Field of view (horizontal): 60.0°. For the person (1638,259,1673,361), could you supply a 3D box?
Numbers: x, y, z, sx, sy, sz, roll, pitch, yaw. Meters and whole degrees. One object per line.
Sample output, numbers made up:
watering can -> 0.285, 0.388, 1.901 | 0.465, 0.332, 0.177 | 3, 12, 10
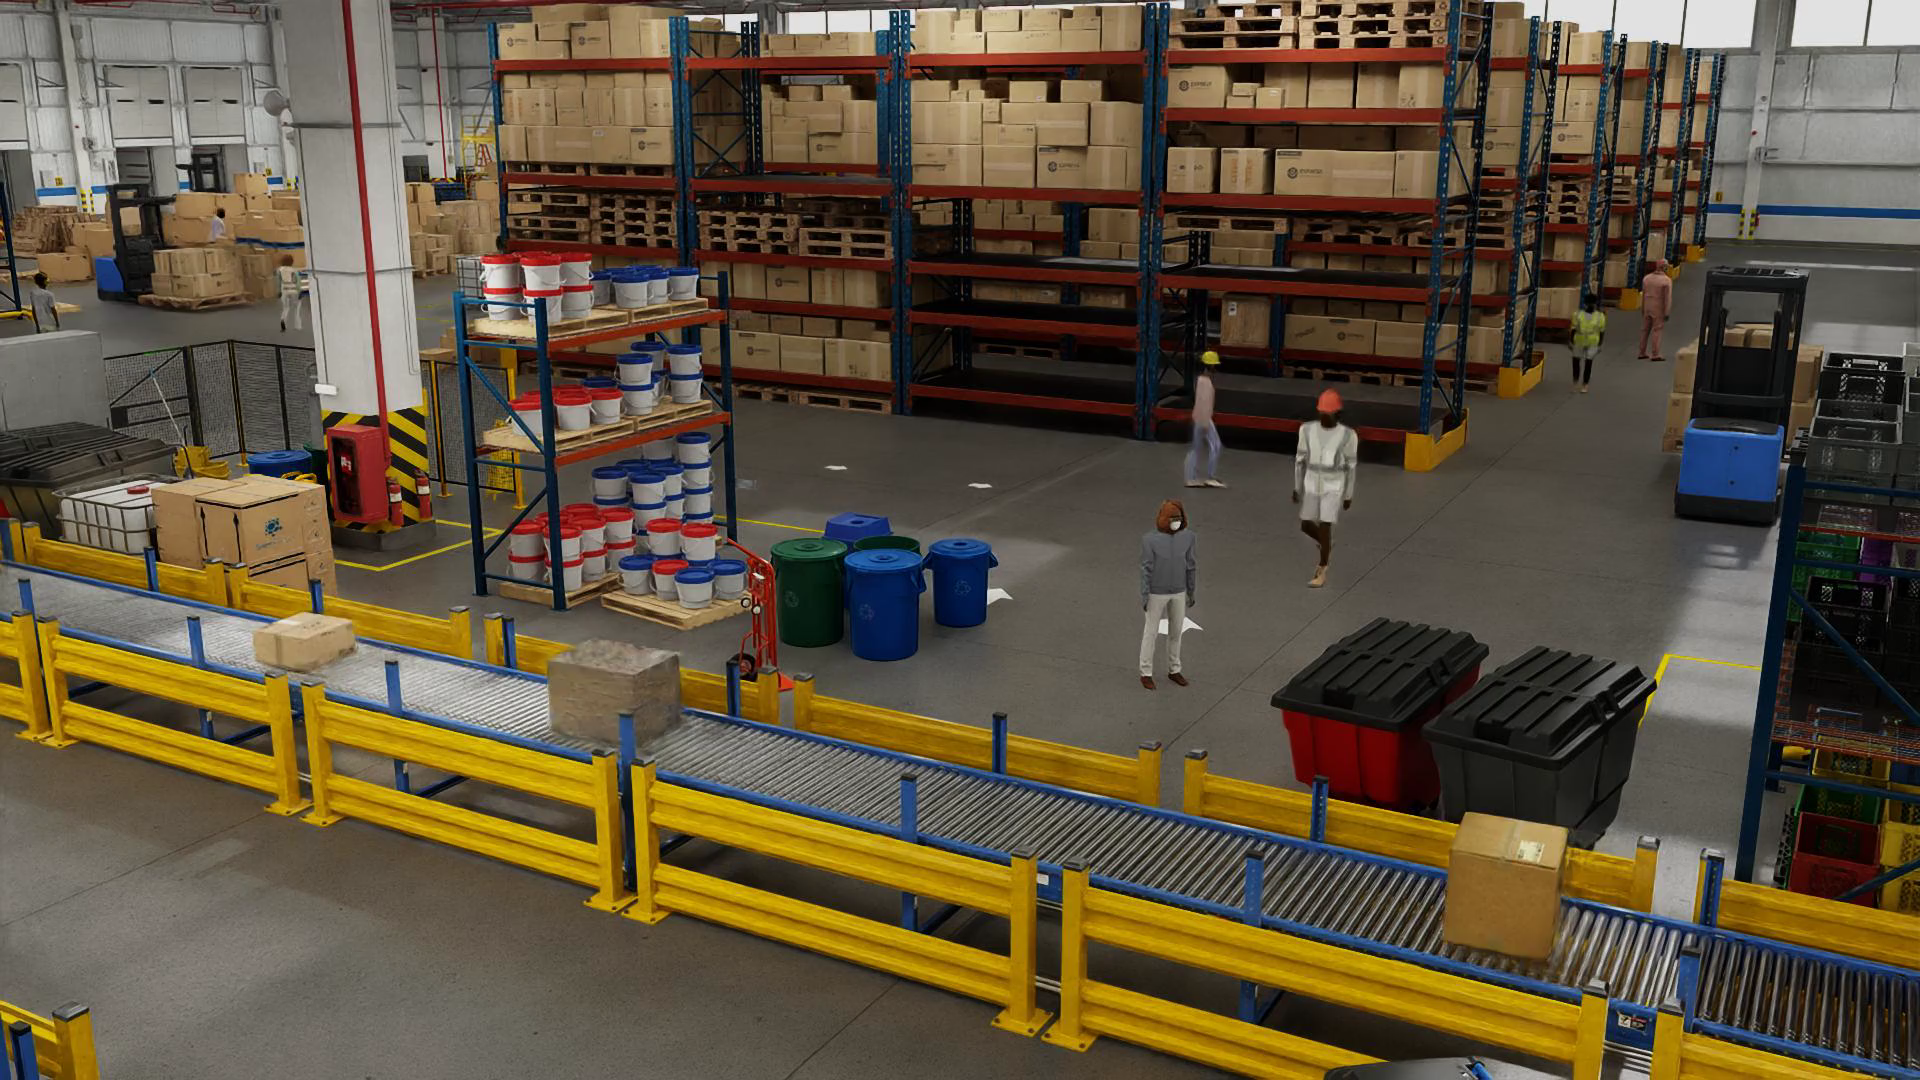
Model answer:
person -> 13.053, -4.306, 31.176 | 0.400, 1.899, 0.649 | -8, 17, -28

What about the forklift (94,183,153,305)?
forklift -> -19.802, -7.118, 39.859 | 1.873, 2.768, 1.129 | 8, 17, 28

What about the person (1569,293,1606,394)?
person -> 10.387, -3.244, 27.575 | 0.558, 1.672, 0.621 | 6, 16, 22

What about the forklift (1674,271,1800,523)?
forklift -> 9.269, -1.763, 19.726 | 1.129, 2.768, 1.873 | 8, 17, 27

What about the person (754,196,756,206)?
person -> -6.434, -9.975, 52.655 | 0.642, 1.798, 0.912 | 3, 15, 11

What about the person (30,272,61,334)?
person -> -15.988, -3.760, 29.160 | 0.520, 1.877, 0.326 | 4, 15, 14

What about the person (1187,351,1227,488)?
person -> 3.163, -1.508, 20.921 | 0.621, 1.742, 0.554 | -1, 15, -2

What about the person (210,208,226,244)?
person -> -20.899, -8.437, 46.916 | 0.883, 1.784, 0.634 | -6, 16, -23

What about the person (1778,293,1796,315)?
person -> 15.638, -4.245, 31.466 | 0.286, 1.626, 0.496 | 4, 15, 15

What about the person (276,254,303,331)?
person -> -14.174, -5.218, 35.124 | 0.523, 1.616, 0.658 | 0, 15, 1

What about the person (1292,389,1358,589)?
person -> 3.697, -0.550, 16.811 | 0.630, 2.024, 0.666 | 9, 17, 30

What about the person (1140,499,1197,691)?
person -> 1.722, 0.450, 13.817 | 0.497, 1.625, 0.287 | -5, 16, -18

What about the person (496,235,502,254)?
person -> -9.972, -5.798, 36.779 | 0.780, 1.900, 0.589 | -10, 18, -32

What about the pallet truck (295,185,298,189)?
pallet truck -> -26.804, -14.617, 69.738 | 1.885, 1.965, 0.823 | -14, 20, -42

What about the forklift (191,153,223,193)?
forklift -> -27.850, -12.924, 61.683 | 1.873, 2.768, 1.129 | 8, 17, 28

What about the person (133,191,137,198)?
person -> -26.150, -10.149, 53.056 | 0.630, 1.940, 0.372 | -4, 15, -15
